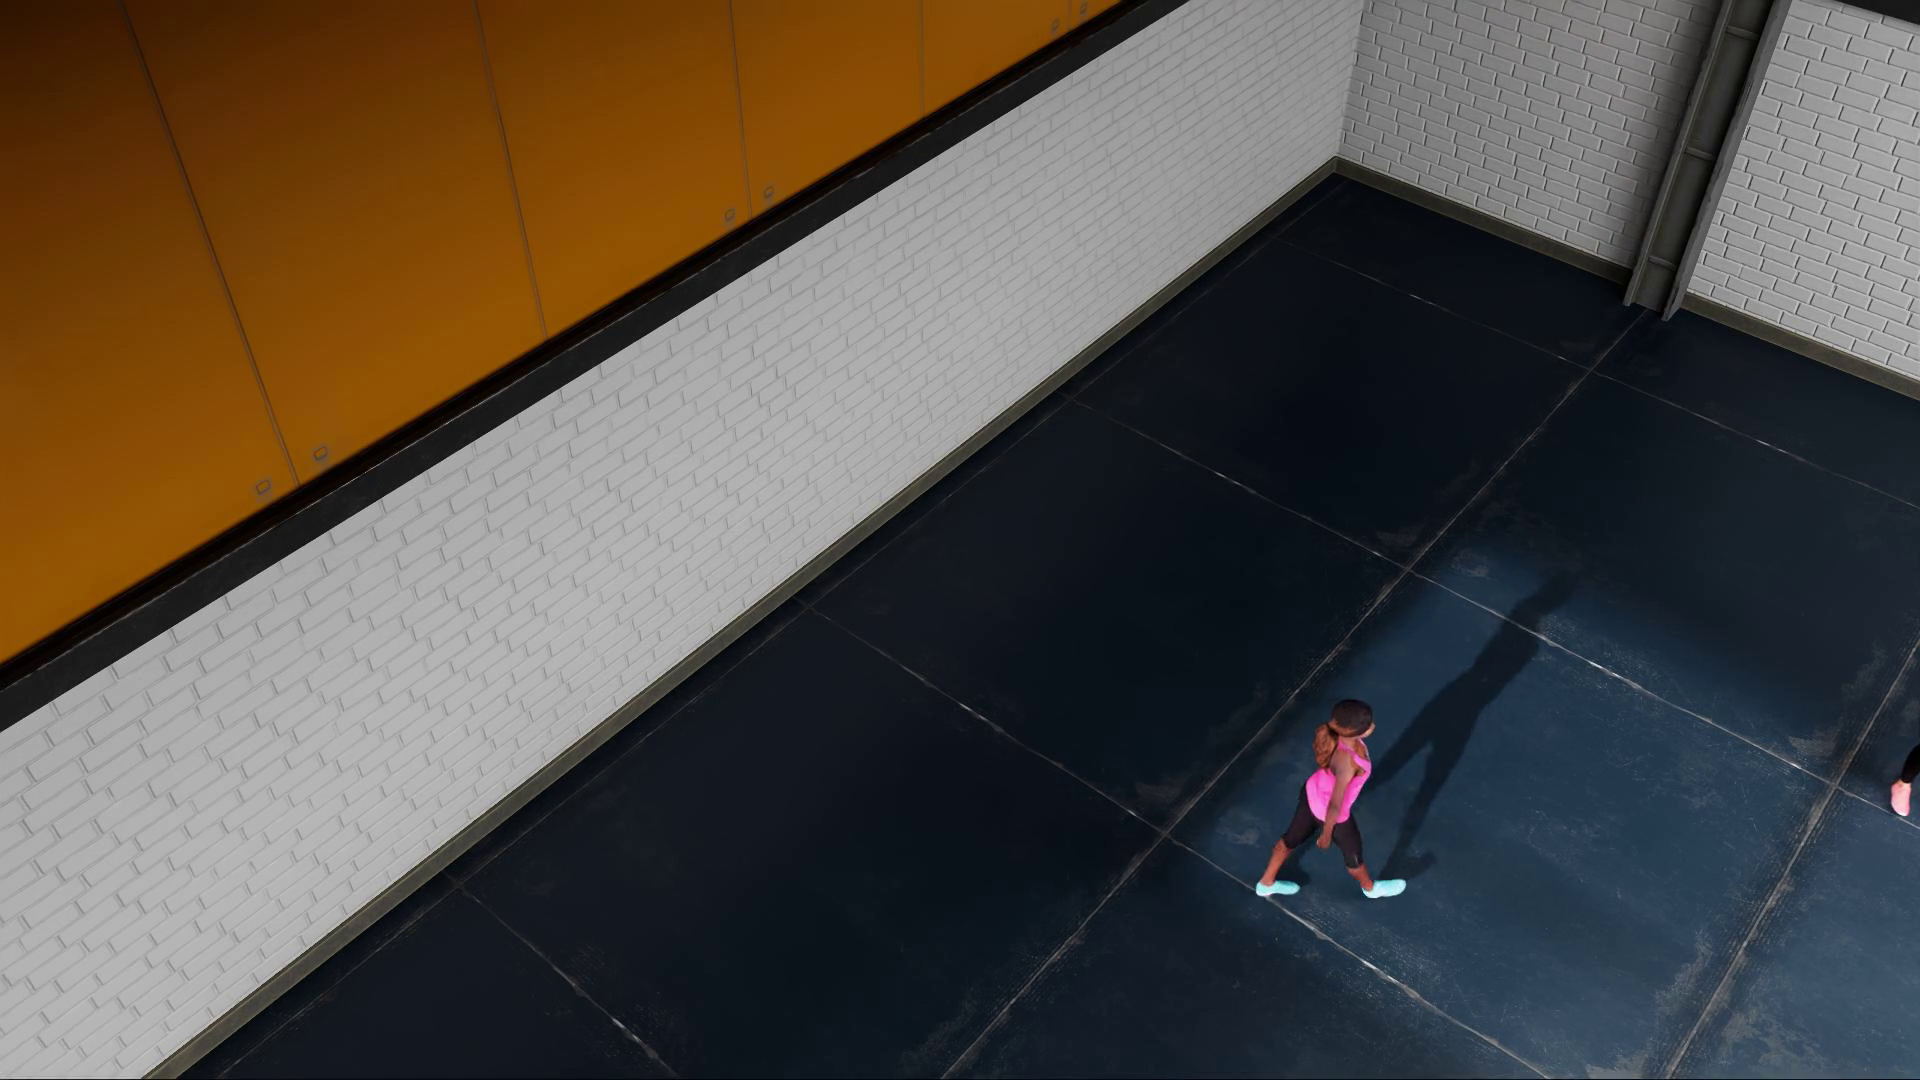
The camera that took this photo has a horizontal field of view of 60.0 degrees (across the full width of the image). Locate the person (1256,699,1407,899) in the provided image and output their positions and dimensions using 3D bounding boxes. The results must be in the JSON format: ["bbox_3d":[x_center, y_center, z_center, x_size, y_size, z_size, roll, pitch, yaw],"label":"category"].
[{"bbox_3d":[1.949,1.484,9.240,1.117,1.681,1.017,-1,44,-1],"label":"person"}]
